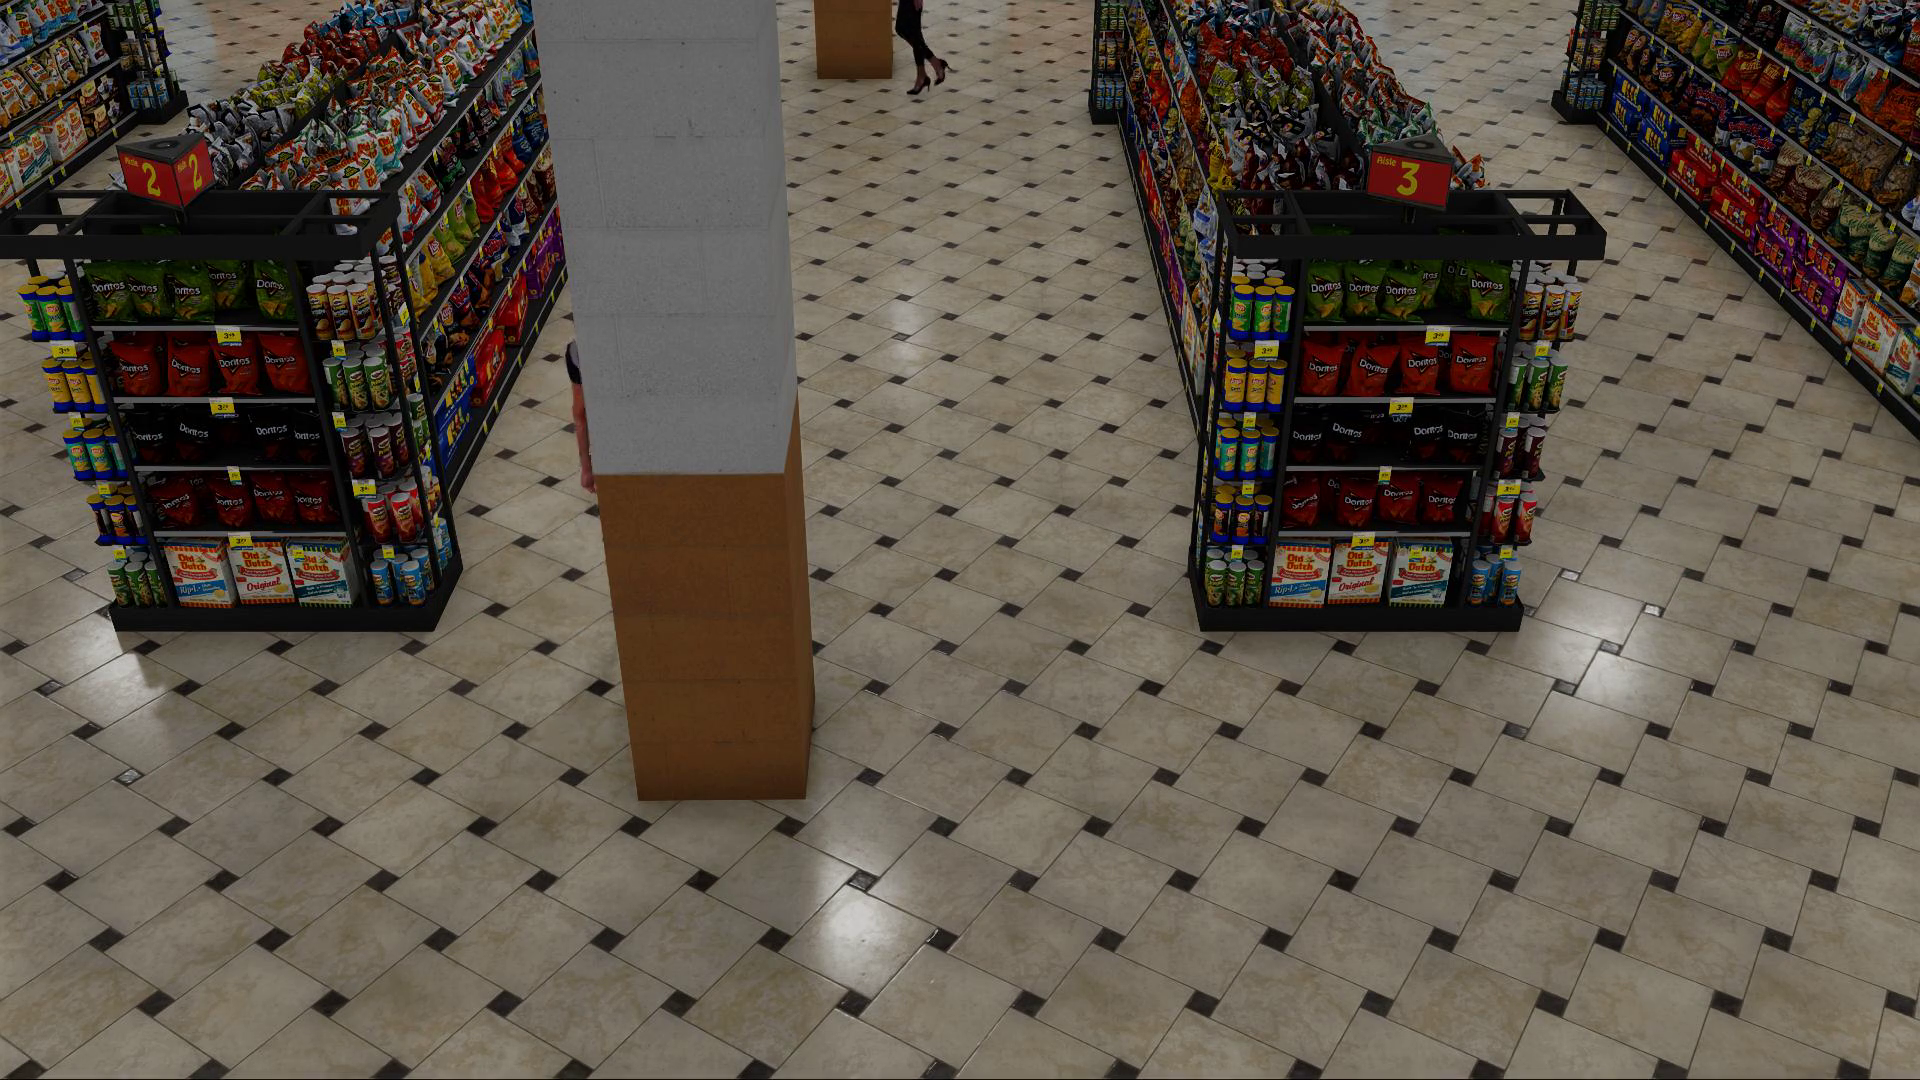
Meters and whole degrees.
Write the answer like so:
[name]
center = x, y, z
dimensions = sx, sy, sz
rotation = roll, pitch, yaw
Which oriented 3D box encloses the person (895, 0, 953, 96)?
[person]
center = -0.310, -4.816, 14.635
dimensions = 0.663, 1.826, 0.653
rotation = 0, 32, 0
